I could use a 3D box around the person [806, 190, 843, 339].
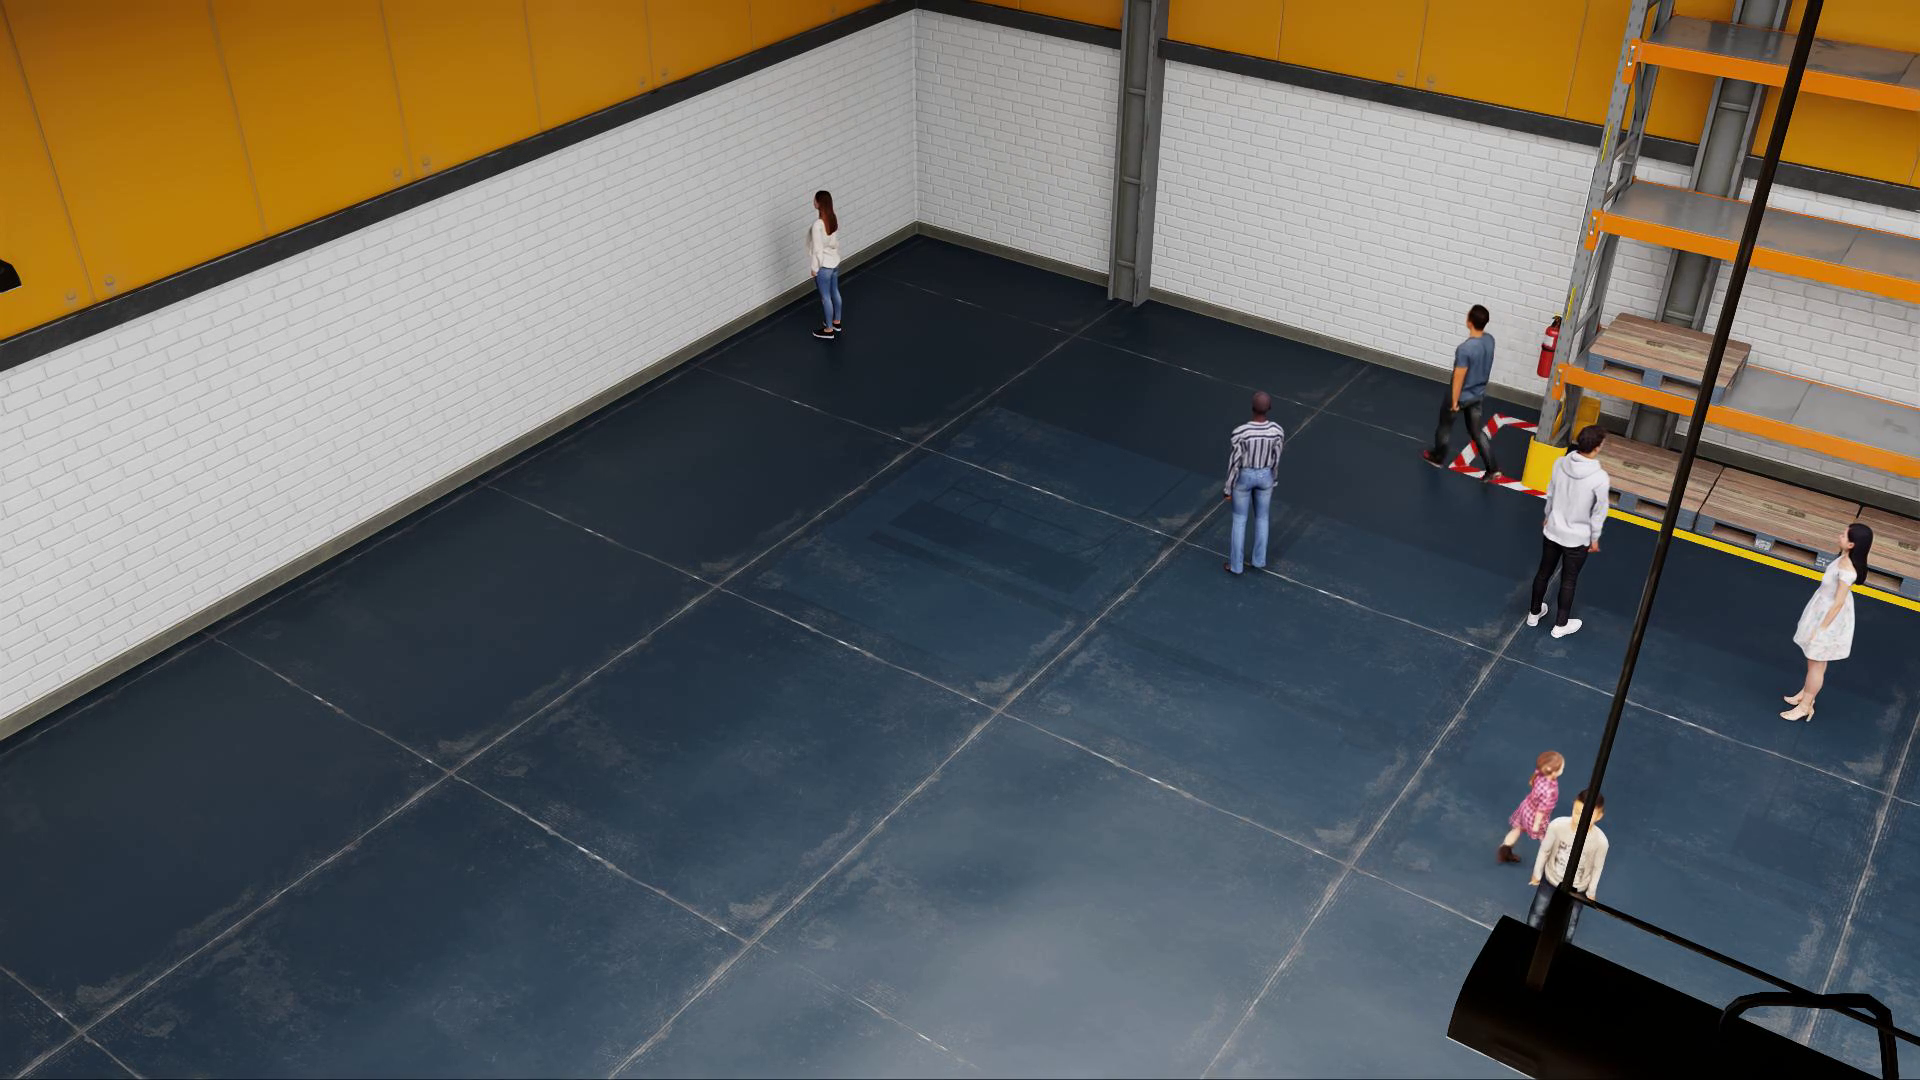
[{"bbox_3d":[-1.476,-3.049,18.336,0.593,1.692,0.654,15,36,21],"label":"person"}]

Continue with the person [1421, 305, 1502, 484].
[{"bbox_3d":[4.860,-1.343,15.690,0.963,1.780,1.227,-18,38,-25],"label":"person"}]

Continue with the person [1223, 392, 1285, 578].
[{"bbox_3d":[2.528,-0.477,14.374,0.706,1.795,0.757,-7,34,-10],"label":"person"}]

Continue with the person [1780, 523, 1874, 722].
[{"bbox_3d":[6.638,0.628,12.730,0.628,1.775,0.645,19,38,27],"label":"person"}]

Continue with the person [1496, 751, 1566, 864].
[{"bbox_3d":[3.954,1.877,11.548,0.797,1.003,0.689,-1,34,-2],"label":"person"}]

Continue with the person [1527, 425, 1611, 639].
[{"bbox_3d":[4.997,-0.083,13.660,0.788,1.929,0.609,-26,42,-33],"label":"person"}]

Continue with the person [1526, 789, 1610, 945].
[{"bbox_3d":[3.898,2.176,10.682,0.465,1.464,0.630,16,37,23],"label":"person"}]
